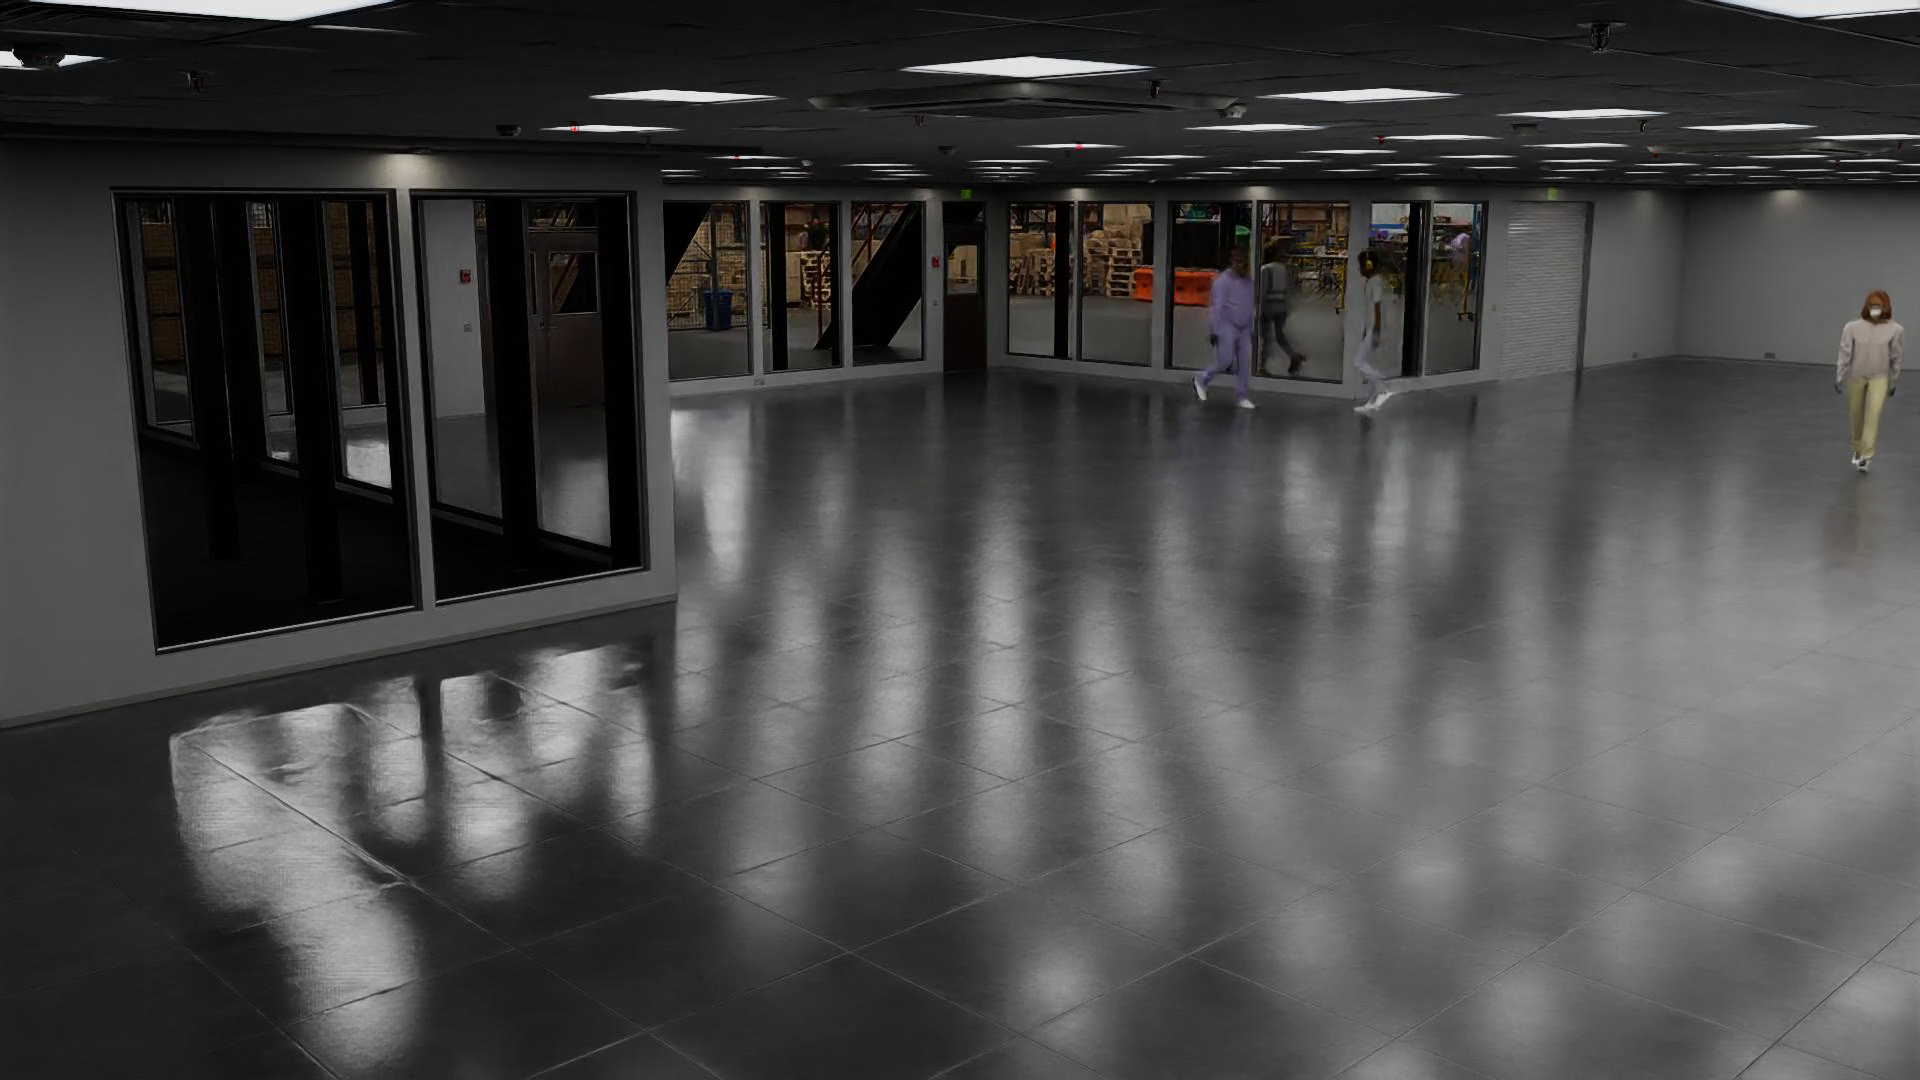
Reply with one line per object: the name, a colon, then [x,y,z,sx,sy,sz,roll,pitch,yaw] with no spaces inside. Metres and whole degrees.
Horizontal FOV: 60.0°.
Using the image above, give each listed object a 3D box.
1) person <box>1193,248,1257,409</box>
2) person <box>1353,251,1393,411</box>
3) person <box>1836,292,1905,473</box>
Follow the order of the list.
person: [3.143,-2.479,19.461,0.678,1.879,0.700,-9,14,-37]
person: [4.709,-2.379,19.048,0.420,1.841,0.554,3,12,13]
person: [8.151,-1.428,14.929,0.497,1.594,0.870,8,14,33]
